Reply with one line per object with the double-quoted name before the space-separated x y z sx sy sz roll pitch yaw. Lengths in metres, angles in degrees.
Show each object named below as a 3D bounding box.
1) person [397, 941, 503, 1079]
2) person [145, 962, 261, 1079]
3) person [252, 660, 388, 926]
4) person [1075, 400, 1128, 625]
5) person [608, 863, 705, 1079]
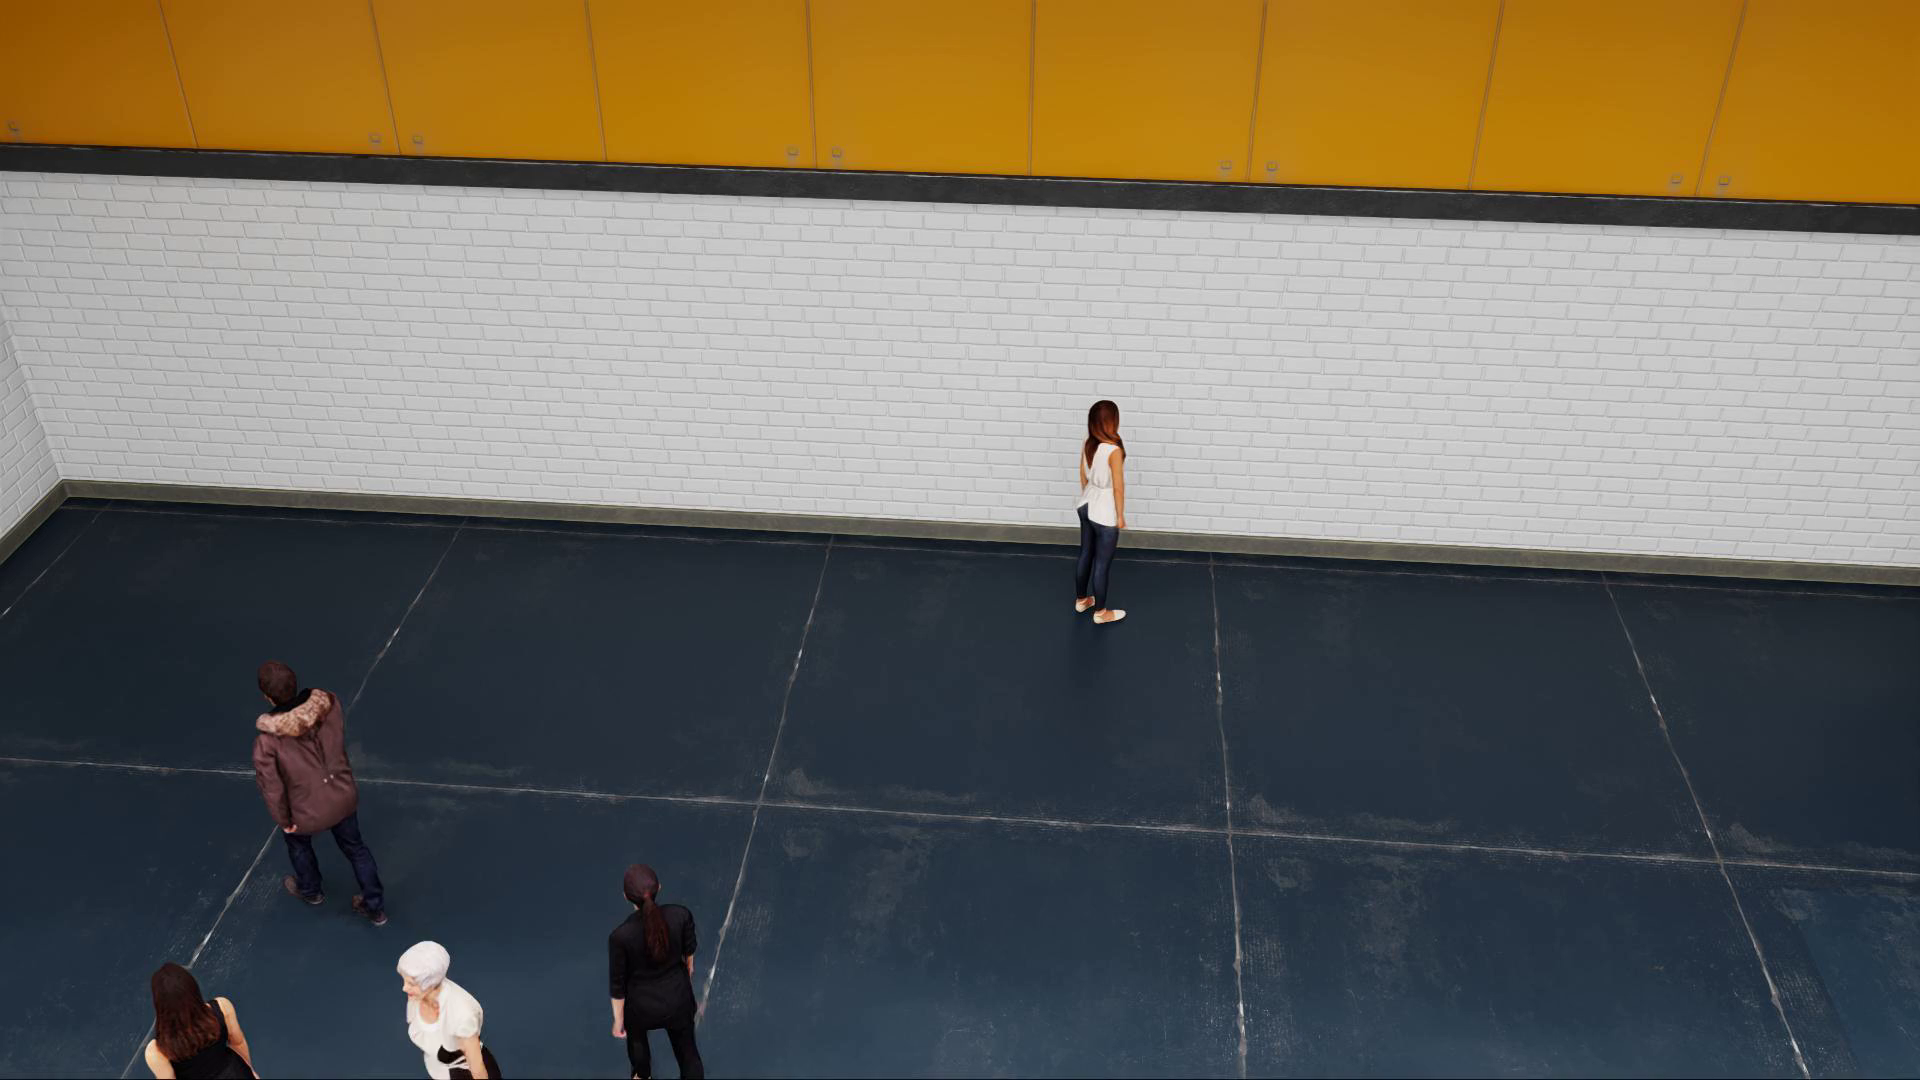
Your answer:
"person" -2.272 2.502 7.898 0.895 1.735 1.006 25 41 33
"person" -3.476 2.613 7.773 0.738 1.687 0.636 22 40 30
"person" -3.556 1.482 9.358 1.087 1.816 1.064 24 41 32
"person" 0.990 -0.202 11.921 0.735 1.784 0.647 -19 38 -26
"person" -1.464 2.350 8.217 0.877 1.634 0.958 -16 37 -22
